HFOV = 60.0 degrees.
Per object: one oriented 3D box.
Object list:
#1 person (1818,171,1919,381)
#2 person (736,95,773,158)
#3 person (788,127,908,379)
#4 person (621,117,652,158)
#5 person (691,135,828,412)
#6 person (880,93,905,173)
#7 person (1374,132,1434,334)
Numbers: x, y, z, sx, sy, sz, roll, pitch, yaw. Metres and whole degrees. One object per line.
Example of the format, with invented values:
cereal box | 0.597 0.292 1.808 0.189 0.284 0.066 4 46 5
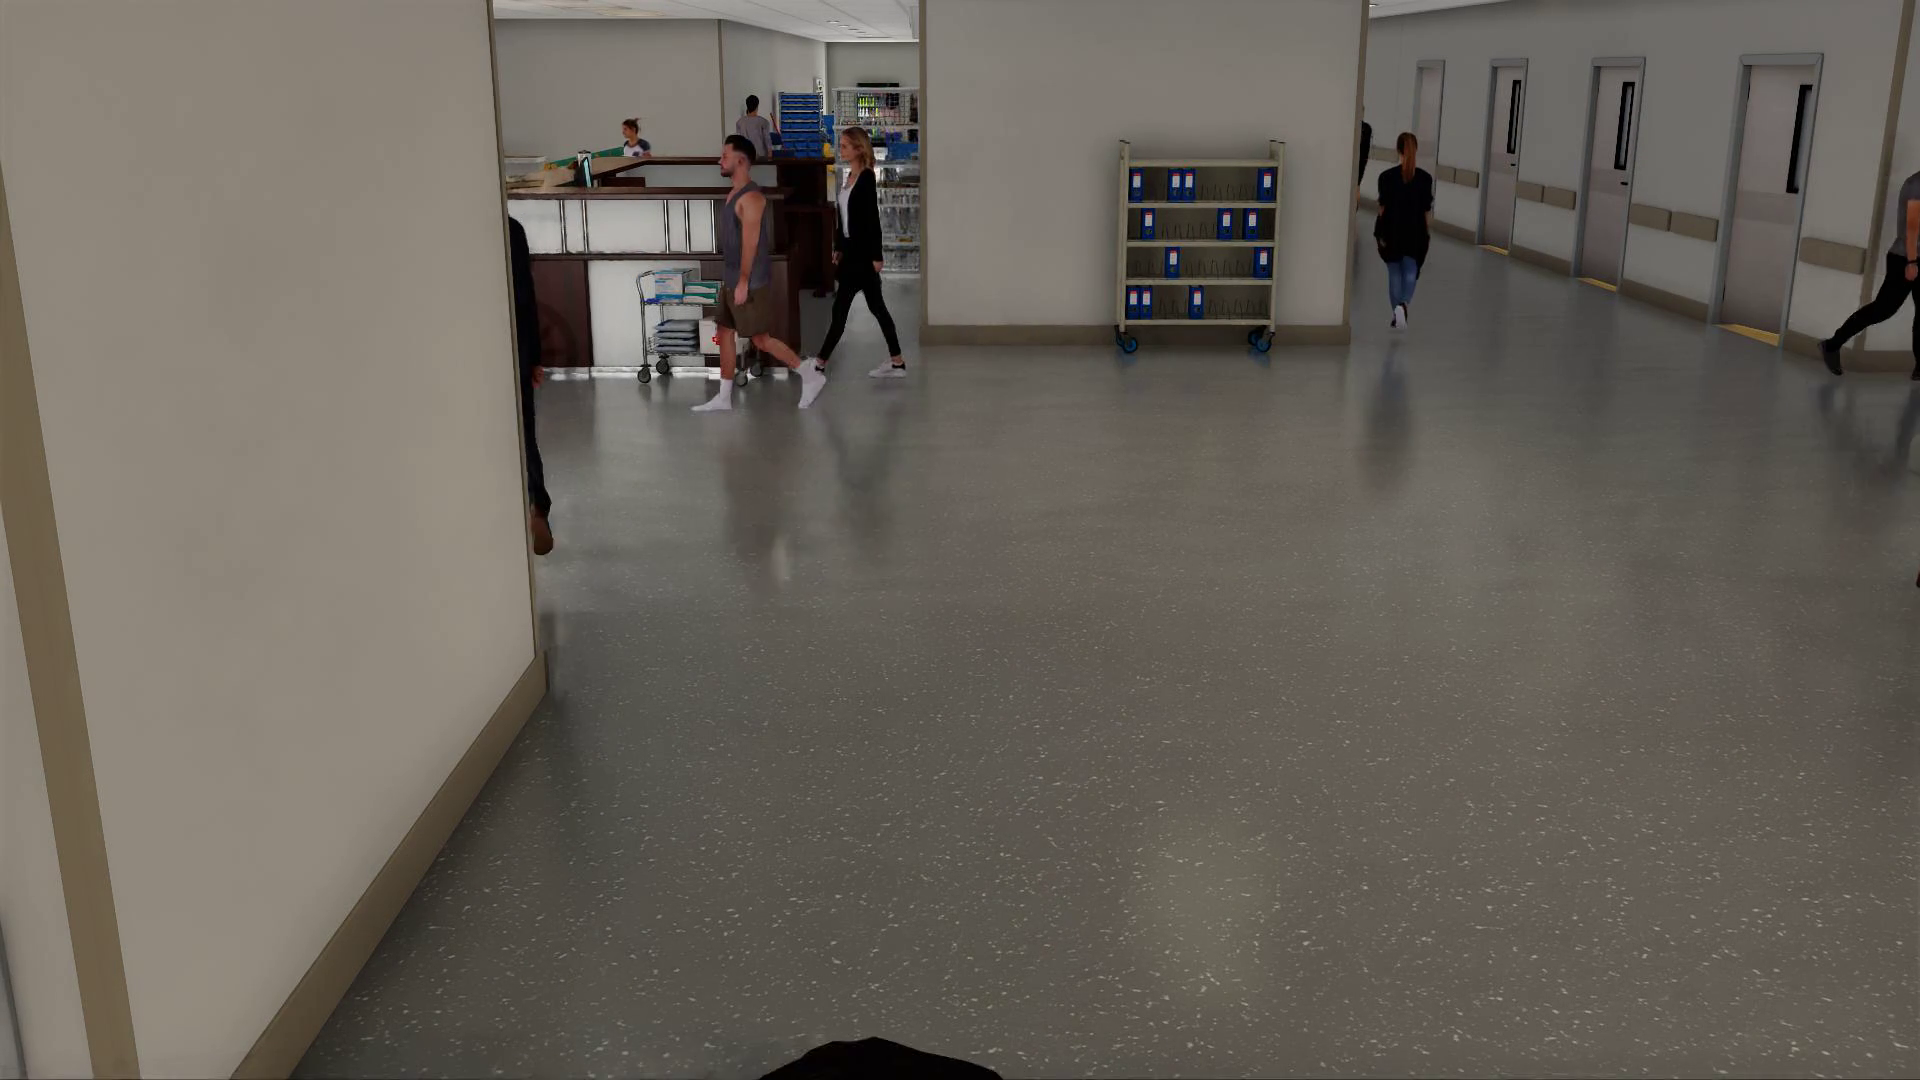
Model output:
person | 6.692 -1.999 11.874 1.115 1.727 1.196 -13 20 -39
person | -2.923 -5.370 23.618 0.525 1.843 0.759 3 16 9
person | -0.586 -1.951 11.647 1.186 1.758 0.863 -4 16 -15
person | -3.890 -4.329 20.367 0.900 1.602 0.892 6 17 19
person | -1.317 -1.701 10.879 1.211 1.824 0.886 -6 17 -19
person | -1.434 -8.578 35.158 0.839 1.755 0.752 1 16 5
person | 3.678 -2.512 13.822 1.059 1.657 0.846 4 16 14
